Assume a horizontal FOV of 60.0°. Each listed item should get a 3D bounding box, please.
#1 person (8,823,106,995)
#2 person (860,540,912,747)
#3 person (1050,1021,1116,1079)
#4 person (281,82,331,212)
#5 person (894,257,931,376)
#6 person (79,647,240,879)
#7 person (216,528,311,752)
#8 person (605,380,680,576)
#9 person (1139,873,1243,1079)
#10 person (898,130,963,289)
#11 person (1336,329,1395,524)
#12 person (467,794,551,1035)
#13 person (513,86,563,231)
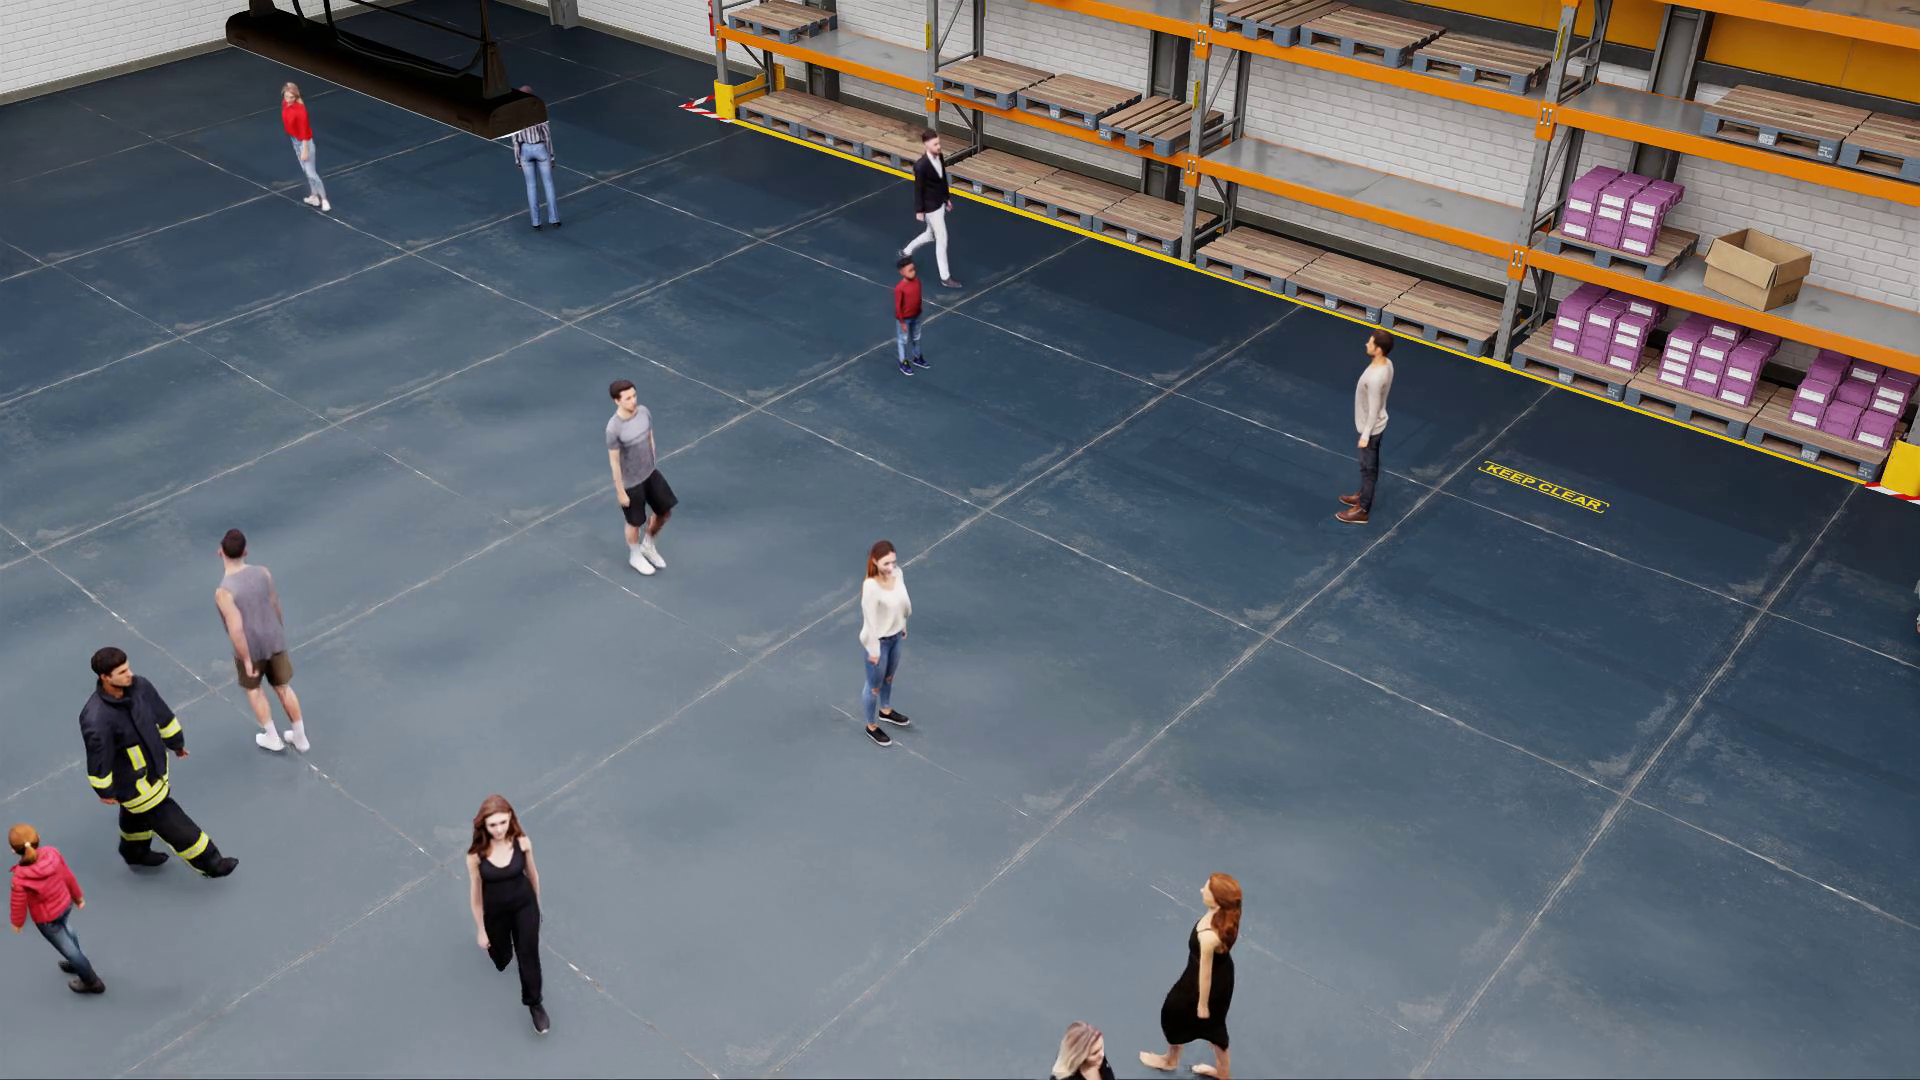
[{"bbox_3d":[-5.524,2.301,10.247,0.721,1.302,0.647,7,34,11],"label":"person"},{"bbox_3d":[-0.572,0.727,12.262,0.577,1.693,0.632,20,39,27],"label":"person"},{"bbox_3d":[0.519,3.094,8.729,1.114,1.662,0.674,22,39,29],"label":"person"},{"bbox_3d":[-8.247,-4.965,20.838,0.787,1.680,0.487,-19,38,-26],"label":"person"},{"bbox_3d":[-0.563,-2.347,17.284,0.532,1.253,0.536,-27,42,-34],"label":"person"},{"bbox_3d":[-5.513,1.488,10.955,1.321,1.873,1.173,5,34,8],"label":"person"},{"bbox_3d":[-5.065,0.805,12.110,0.714,1.798,0.652,15,36,21],"label":"person"},{"bbox_3d":[-2.801,-0.558,14.047,0.652,1.857,0.676,23,40,31],"label":"person"},{"bbox_3d":[1.511,2.572,9.563,0.838,1.607,0.701,16,37,22],"label":"person"},{"bbox_3d":[-0.370,-3.810,18.981,1.200,1.811,0.808,17,37,24],"label":"person"},{"bbox_3d":[3.636,-1.006,14.714,0.688,1.865,0.733,11,35,16],"label":"person"},{"bbox_3d":[-2.752,2.178,10.048,0.830,1.727,1.059,-16,37,-22],"label":"person"},{"bbox_3d":[-5.167,-4.647,20.253,0.688,1.796,0.739,-4,34,-6],"label":"person"}]
